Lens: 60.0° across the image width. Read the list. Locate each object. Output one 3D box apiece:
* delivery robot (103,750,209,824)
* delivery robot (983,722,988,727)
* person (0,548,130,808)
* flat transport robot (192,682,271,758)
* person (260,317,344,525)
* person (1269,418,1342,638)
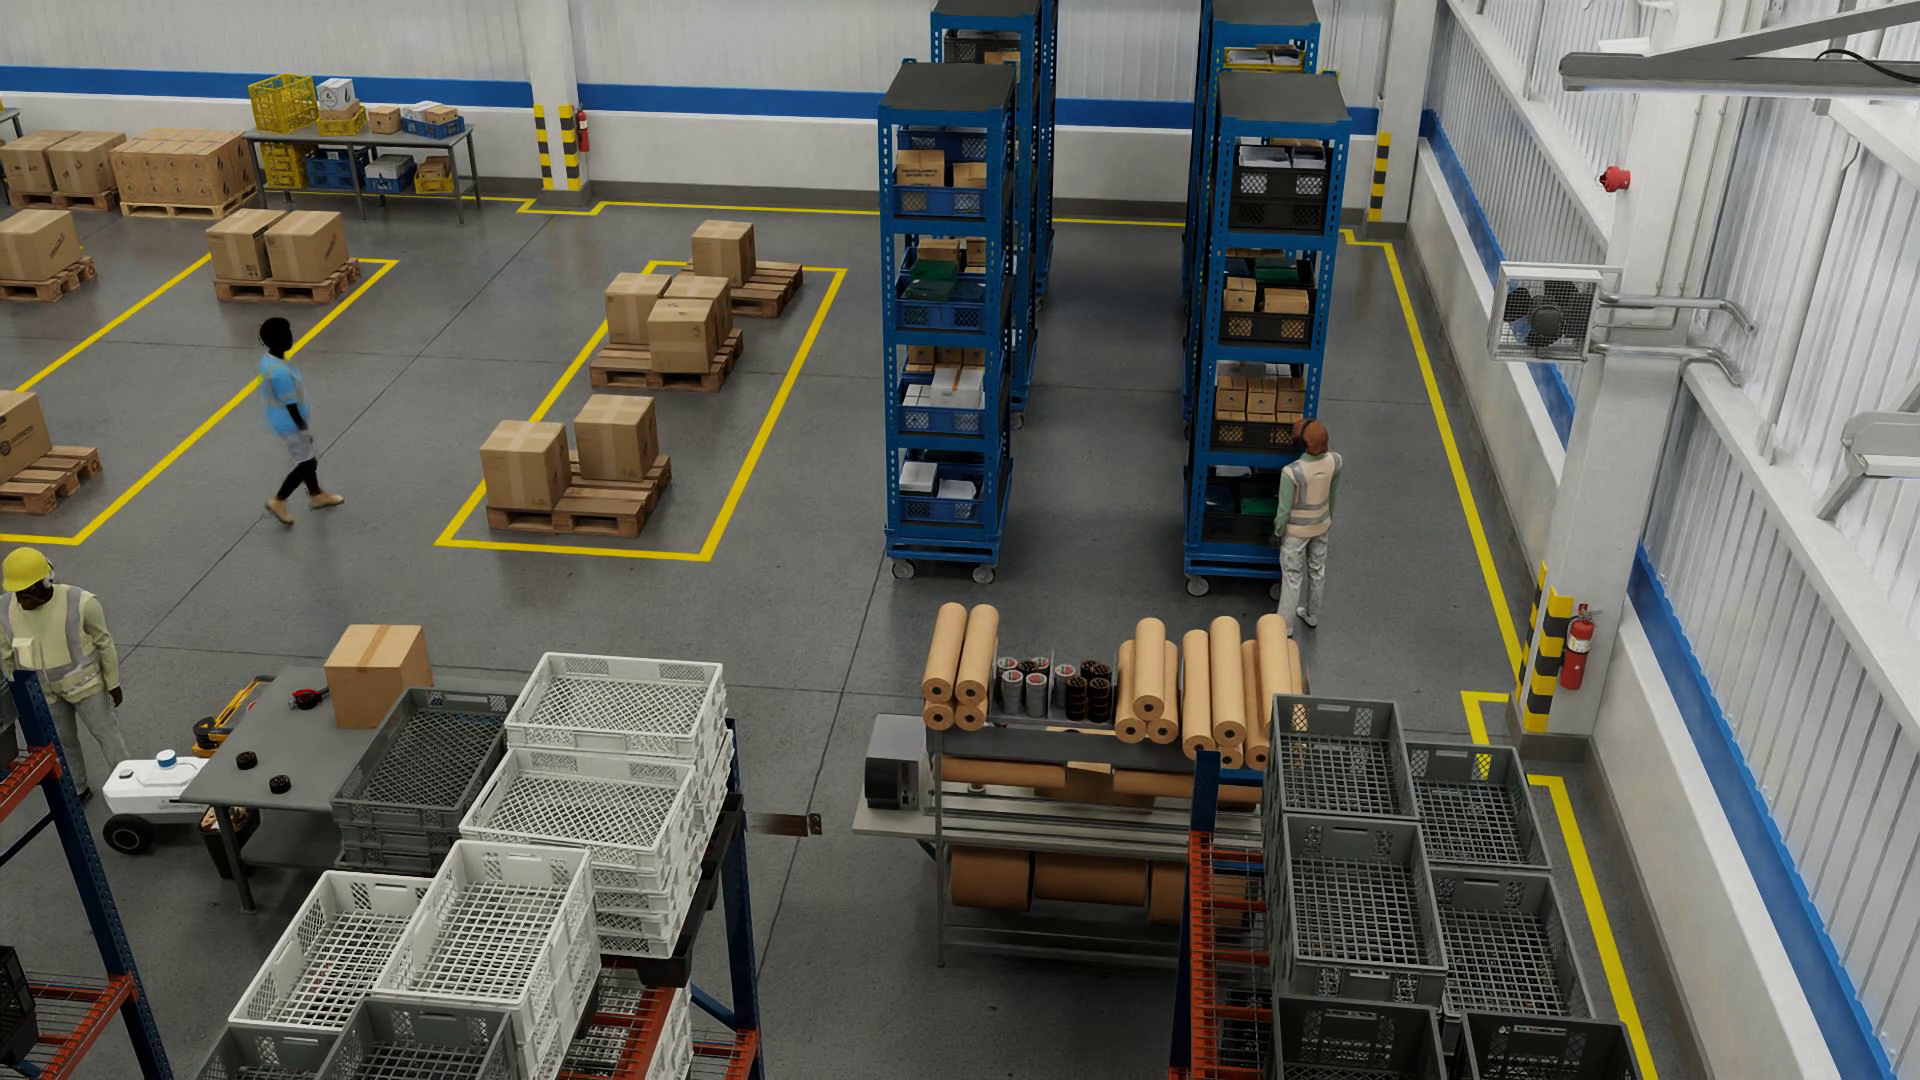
[{"bbox_3d":[-4.612,1.454,9.779,0.707,0.478,0.477,-1,30,-2],"label":"delivery robot"},{"bbox_3d":[0.114,1.307,10.030,0.707,0.478,0.477,3,30,5],"label":"delivery robot"},{"bbox_3d":[-5.204,0.834,9.672,0.601,1.830,0.403,-4,30,-7],"label":"person"},{"bbox_3d":[-4.089,1.163,10.648,1.431,0.197,0.652,3,30,6],"label":"flat transport robot"},{"bbox_3d":[-5.191,-0.914,12.818,0.546,1.683,0.548,-12,32,-20],"label":"person"},{"bbox_3d":[2.361,-0.080,11.433,0.513,1.638,0.309,-16,34,-26],"label":"person"}]
